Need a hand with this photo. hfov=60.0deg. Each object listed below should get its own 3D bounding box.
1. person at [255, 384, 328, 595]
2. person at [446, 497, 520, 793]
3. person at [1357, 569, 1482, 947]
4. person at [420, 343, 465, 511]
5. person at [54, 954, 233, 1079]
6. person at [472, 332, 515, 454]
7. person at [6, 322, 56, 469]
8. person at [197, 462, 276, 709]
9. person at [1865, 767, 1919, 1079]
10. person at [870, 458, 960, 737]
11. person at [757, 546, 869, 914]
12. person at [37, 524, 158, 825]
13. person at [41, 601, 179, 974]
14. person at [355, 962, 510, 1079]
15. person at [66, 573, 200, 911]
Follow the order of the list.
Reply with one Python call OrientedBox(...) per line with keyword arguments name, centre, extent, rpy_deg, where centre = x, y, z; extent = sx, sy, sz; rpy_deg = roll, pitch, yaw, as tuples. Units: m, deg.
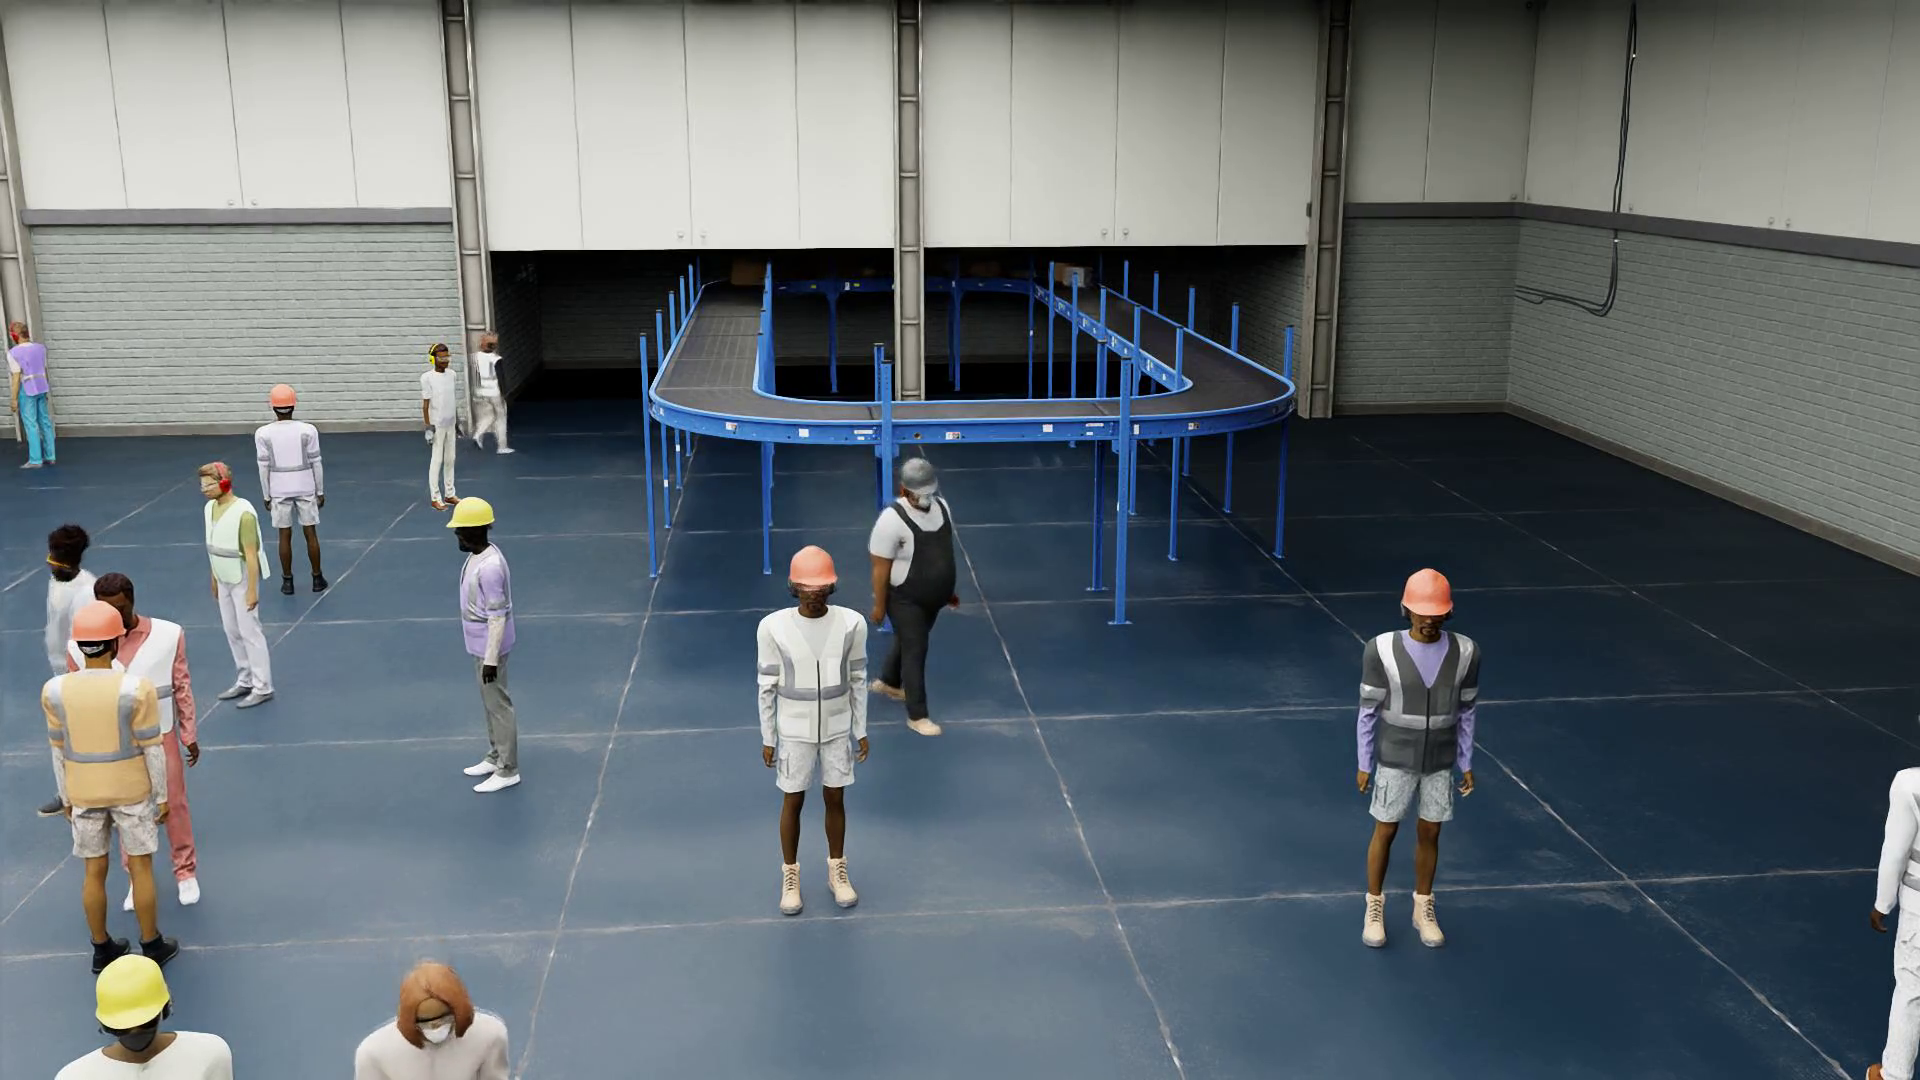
OrientedBox(name="person", centre=(-6.099, -0.461, 15.199), extent=(0.545, 1.942, 0.351), rpy_deg=(-5, 15, -20))
OrientedBox(name="person", centre=(-3.062, 0.666, 10.722), extent=(0.371, 1.927, 0.588), rpy_deg=(-6, 15, -24))
OrientedBox(name="person", centre=(2.369, 1.135, 8.609), extent=(0.616, 2.041, 0.382), rpy_deg=(0, 14, 0))
OrientedBox(name="person", centre=(-5.772, -1.272, 18.595), extent=(0.310, 1.868, 0.532), rpy_deg=(7, 16, 27))
OrientedBox(name="person", centre=(-2.521, 2.117, 5.242), extent=(0.524, 1.769, 0.314), rpy_deg=(-8, 16, -31))
OrientedBox(name="person", centre=(-6.082, -1.897, 21.596), extent=(0.534, 1.614, 0.471), rpy_deg=(11, 18, 36))
OrientedBox(name="person", centre=(-11.601, -1.802, 20.775), extent=(0.390, 1.838, 0.563), rpy_deg=(3, 14, 13))
OrientedBox(name="person", centre=(-5.347, 0.315, 12.321), extent=(0.576, 1.831, 0.395), rpy_deg=(11, 18, 36))
OrientedBox(name="person", centre=(4.250, 1.576, 7.162), extent=(0.572, 1.887, 0.356), rpy_deg=(4, 15, 15))
OrientedBox(name="person", centre=(-0.401, 0.314, 11.897), extent=(0.859, 2.000, 0.707), rpy_deg=(10, 17, 35))
OrientedBox(name="person", centre=(-0.786, 1.025, 9.041), extent=(0.610, 2.048, 0.366), rpy_deg=(-4, 15, -15))
OrientedBox(name="person", centre=(-5.381, 0.809, 10.181), extent=(0.569, 1.921, 0.664), rpy_deg=(-10, 17, -36))
OrientedBox(name="person", centre=(-4.264, 1.251, 8.390), extent=(0.539, 1.929, 0.385), rpy_deg=(-2, 14, -7))
OrientedBox(name="person", centre=(-1.758, 2.120, 5.645), extent=(0.510, 1.546, 0.938), rpy_deg=(-7, 16, -27))
OrientedBox(name="person", centre=(-4.495, 1.083, 9.097), extent=(0.604, 1.906, 0.405), rpy_deg=(-5, 15, -20))
